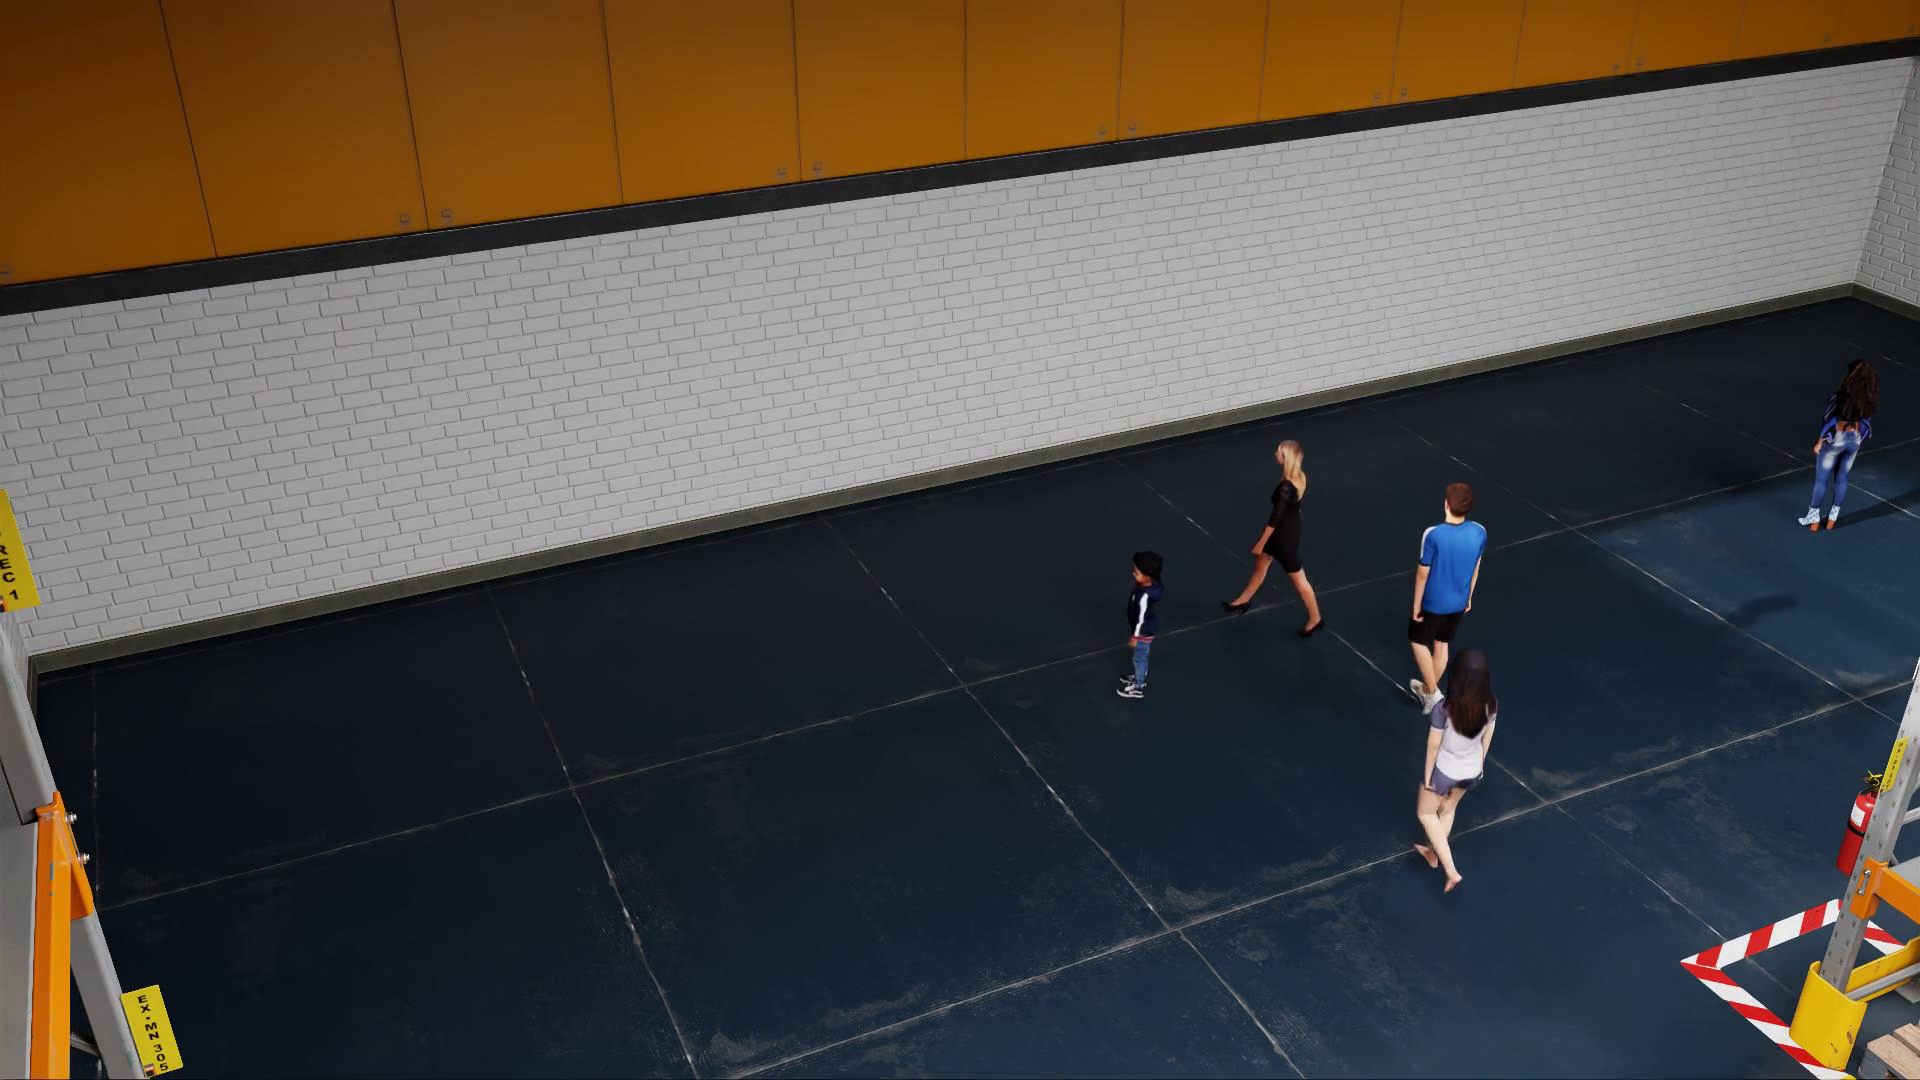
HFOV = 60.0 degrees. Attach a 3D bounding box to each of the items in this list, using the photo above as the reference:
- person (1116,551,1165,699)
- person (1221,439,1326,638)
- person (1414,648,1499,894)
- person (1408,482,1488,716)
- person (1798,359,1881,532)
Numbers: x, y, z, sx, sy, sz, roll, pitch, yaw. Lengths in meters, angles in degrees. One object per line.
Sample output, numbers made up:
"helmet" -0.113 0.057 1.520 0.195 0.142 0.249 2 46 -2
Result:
"person" 1.374 0.617 12.264 0.689 1.223 0.613 6 29 11
"person" 2.604 0.040 12.906 1.084 1.621 1.041 9 30 16
"person" 3.071 1.443 10.261 0.693 1.691 0.927 -7 29 -12
"person" 3.479 0.465 11.885 0.803 1.852 1.002 -4 29 -8
"person" 7.686 -0.840 14.524 0.674 1.616 0.659 -2 29 -4
